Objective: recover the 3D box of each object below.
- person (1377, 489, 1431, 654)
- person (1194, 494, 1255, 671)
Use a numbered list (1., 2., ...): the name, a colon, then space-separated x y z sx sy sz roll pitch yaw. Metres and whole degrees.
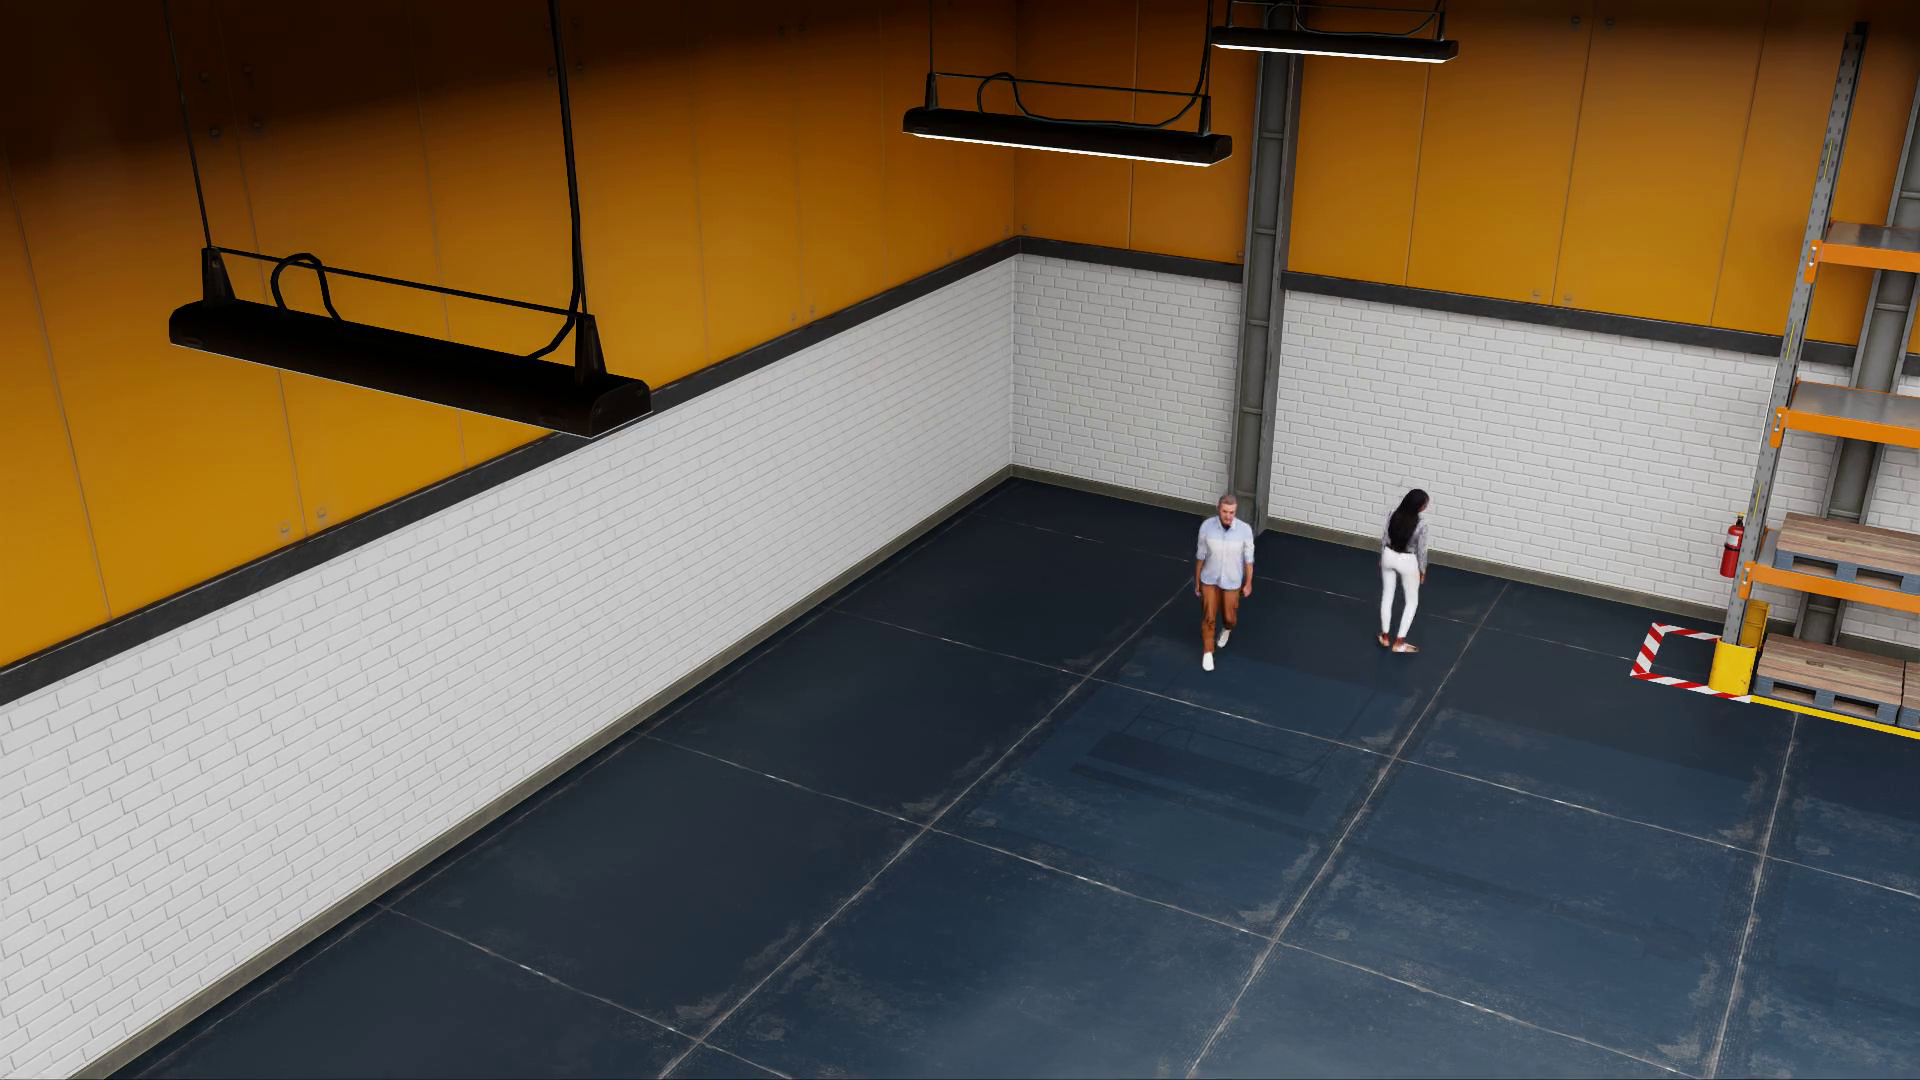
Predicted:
1. person: 4.295 0.258 16.342 0.594 1.699 0.808 11 26 24
2. person: 2.515 0.346 16.017 0.948 1.799 0.950 5 24 12
